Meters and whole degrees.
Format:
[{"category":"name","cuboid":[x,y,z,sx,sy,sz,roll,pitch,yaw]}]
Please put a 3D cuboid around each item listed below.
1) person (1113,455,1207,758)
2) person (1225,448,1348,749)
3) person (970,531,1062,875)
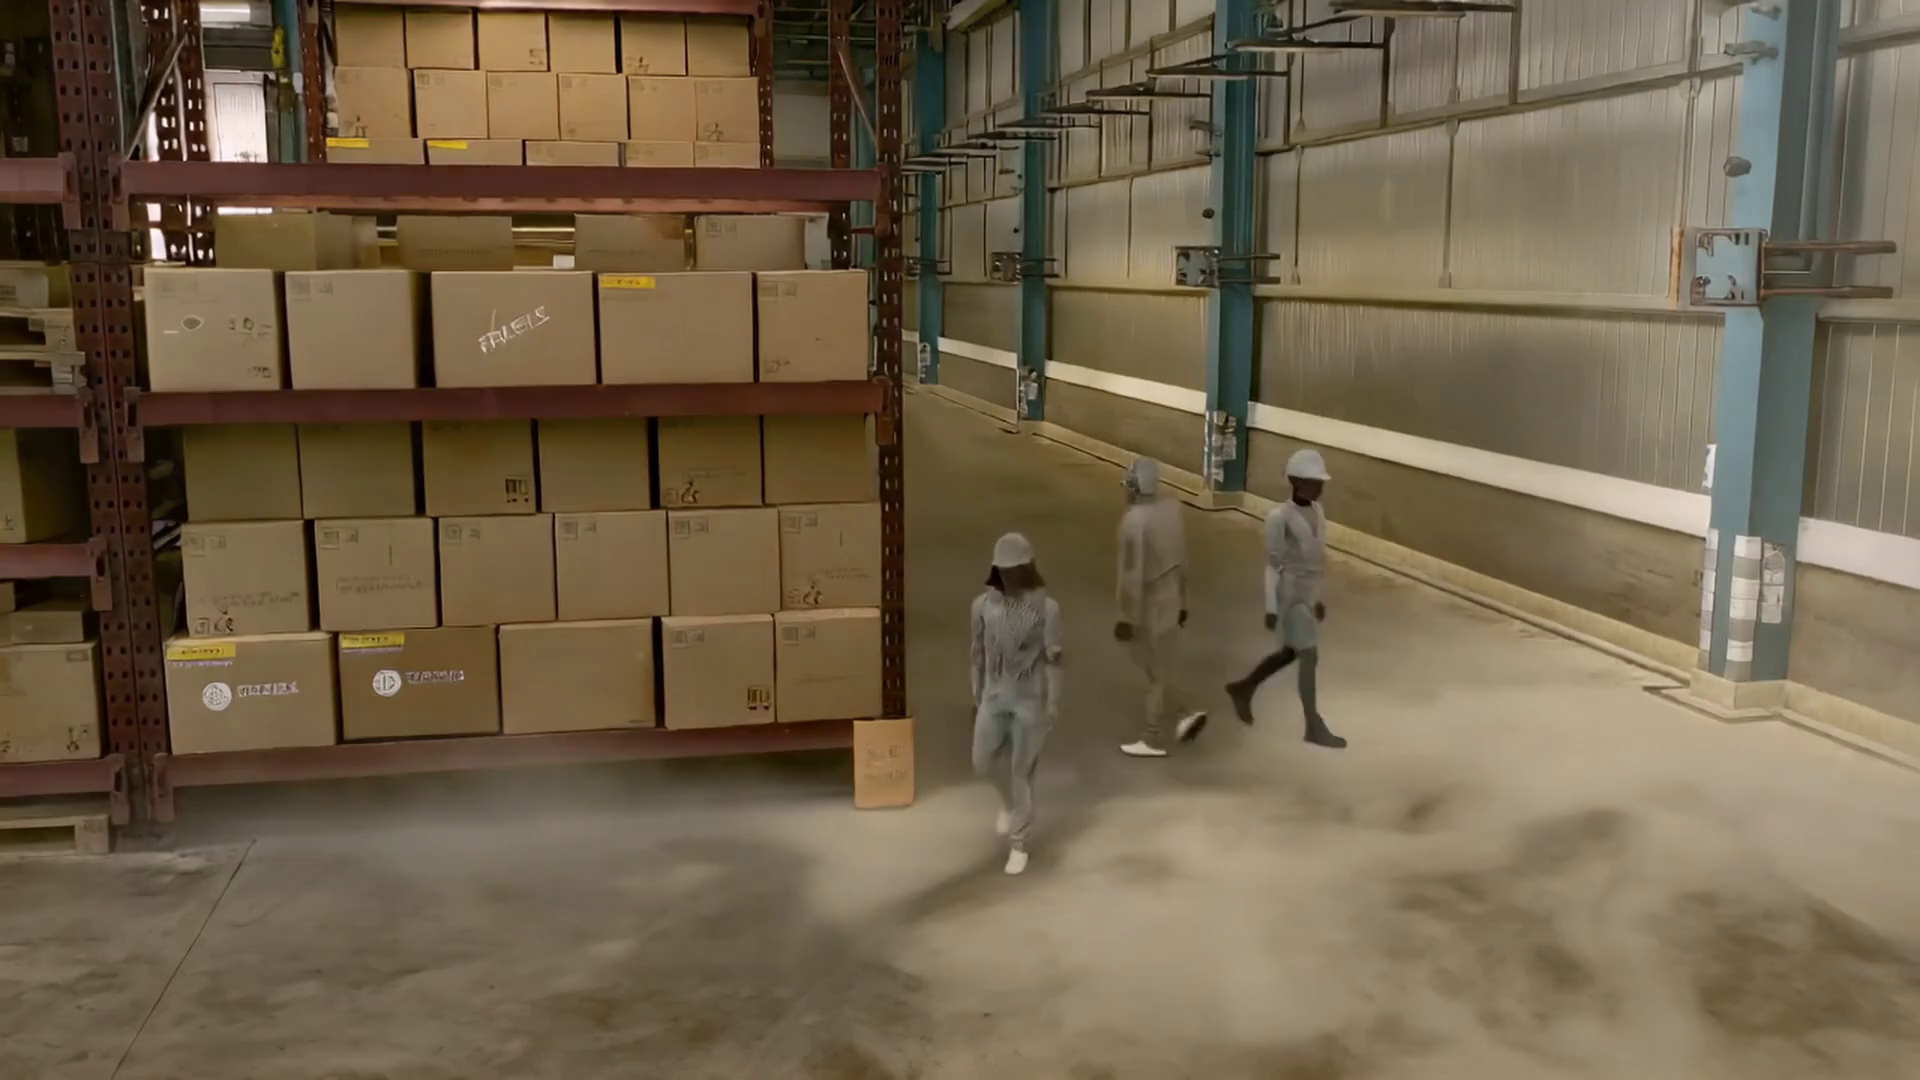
[{"category":"person","cuboid":[1.204,0.419,10.295,0.479,1.885,0.654,6,11,33]},{"category":"person","cuboid":[2.108,0.343,10.697,0.886,1.912,0.553,8,12,41]},{"category":"person","cuboid":[0.292,0.798,8.448,0.488,1.732,0.480,3,10,19]}]
